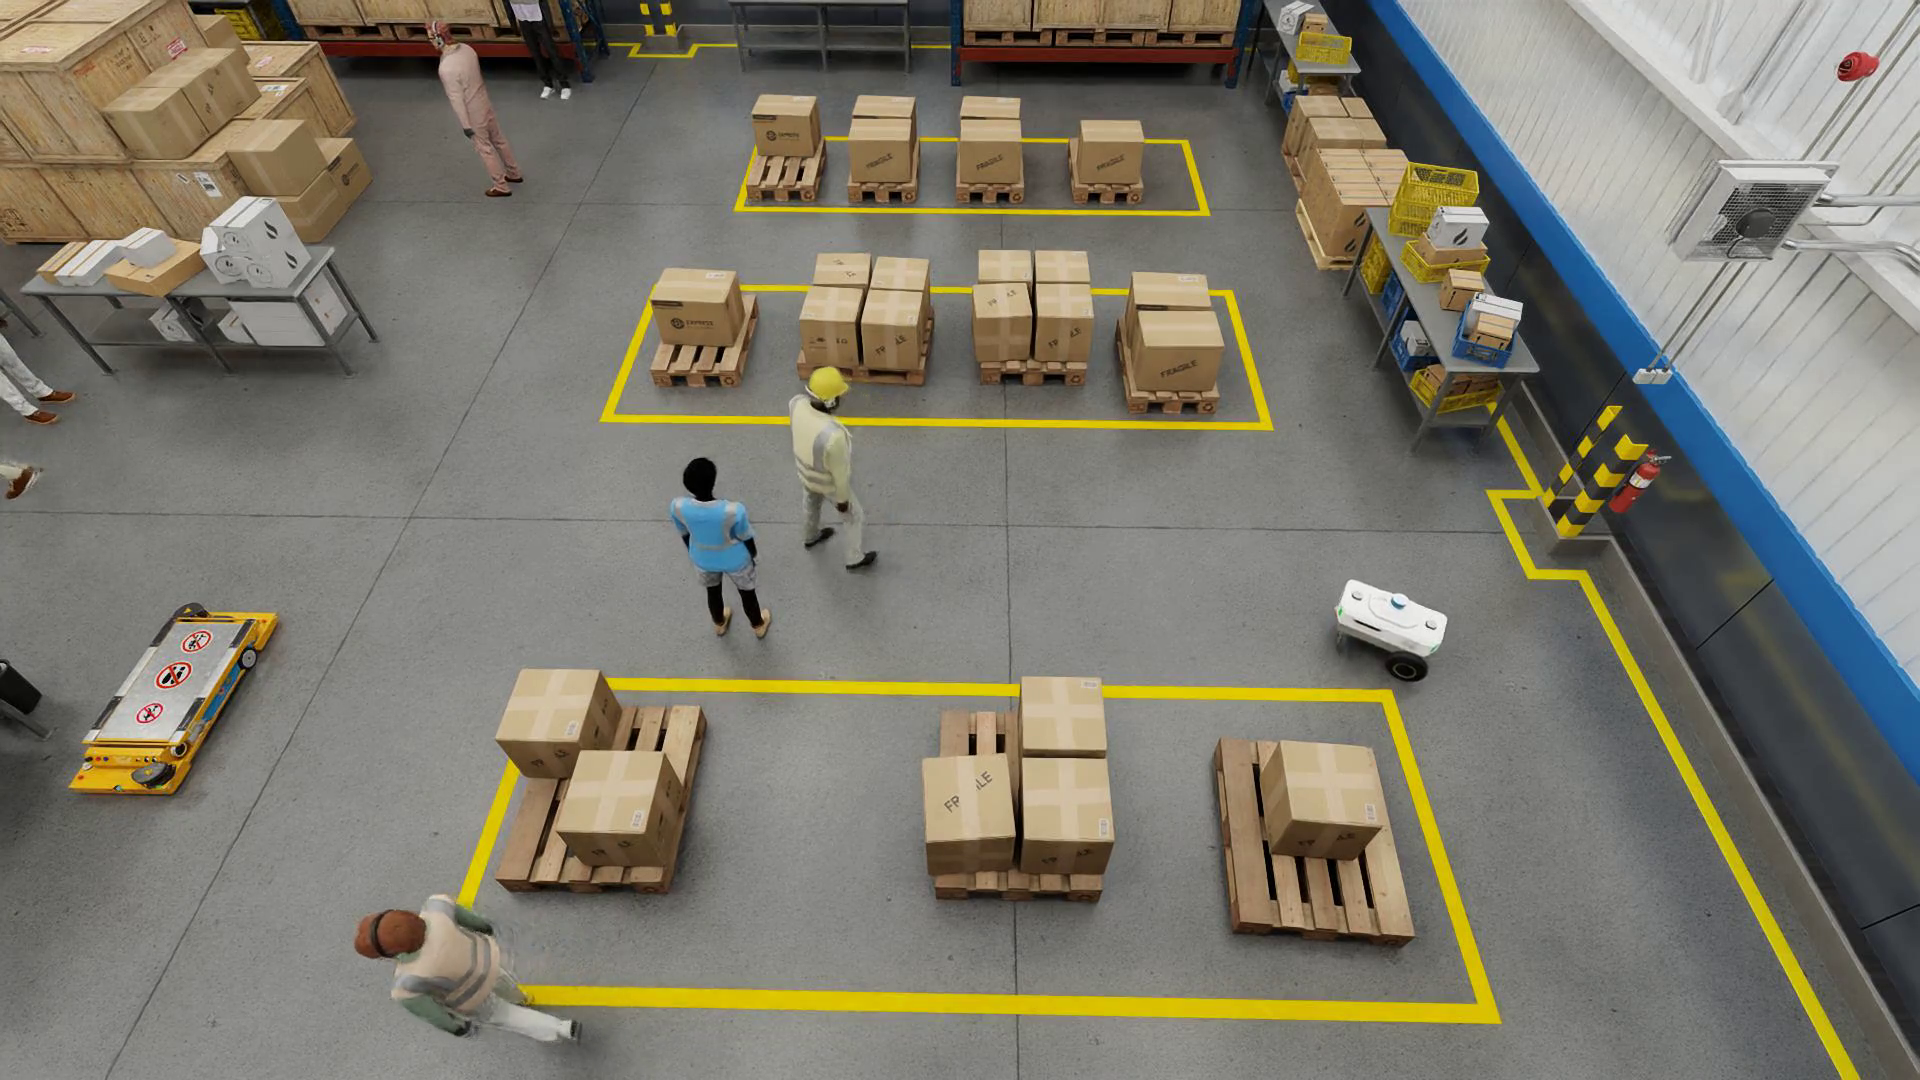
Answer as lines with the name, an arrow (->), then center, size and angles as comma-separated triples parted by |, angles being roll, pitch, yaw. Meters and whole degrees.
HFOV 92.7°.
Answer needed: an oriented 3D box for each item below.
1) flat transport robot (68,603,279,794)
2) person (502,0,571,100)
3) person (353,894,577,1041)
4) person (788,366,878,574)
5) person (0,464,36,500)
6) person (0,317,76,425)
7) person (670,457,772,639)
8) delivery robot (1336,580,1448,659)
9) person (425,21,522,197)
flat transport robot -> -5.504, 1.072, 6.442 | 0.652, 0.197, 1.431 | 1, 50, 1
person -> -5.643, -6.833, 12.070 | 0.600, 1.906, 0.410 | 2, 50, 2
person -> -2.412, 2.195, 4.616 | 0.597, 1.616, 0.547 | 1, 50, 1
person -> -0.979, -0.532, 6.806 | 0.460, 1.803, 0.616 | -34, 58, -26
person -> -8.259, -0.831, 7.046 | 0.531, 1.826, 0.967 | 25, 54, 20
person -> -8.482, -1.816, 7.836 | 0.355, 1.885, 0.575 | -4, 50, -4
person -> -1.649, 0.099, 6.342 | 0.537, 1.691, 0.320 | 5, 50, 4
delivery robot -> 3.098, 0.568, 6.625 | 0.707, 0.478, 0.477 | 23, 54, 19
person -> -5.540, -4.870, 10.416 | 0.401, 1.900, 0.647 | 5, 50, 4
